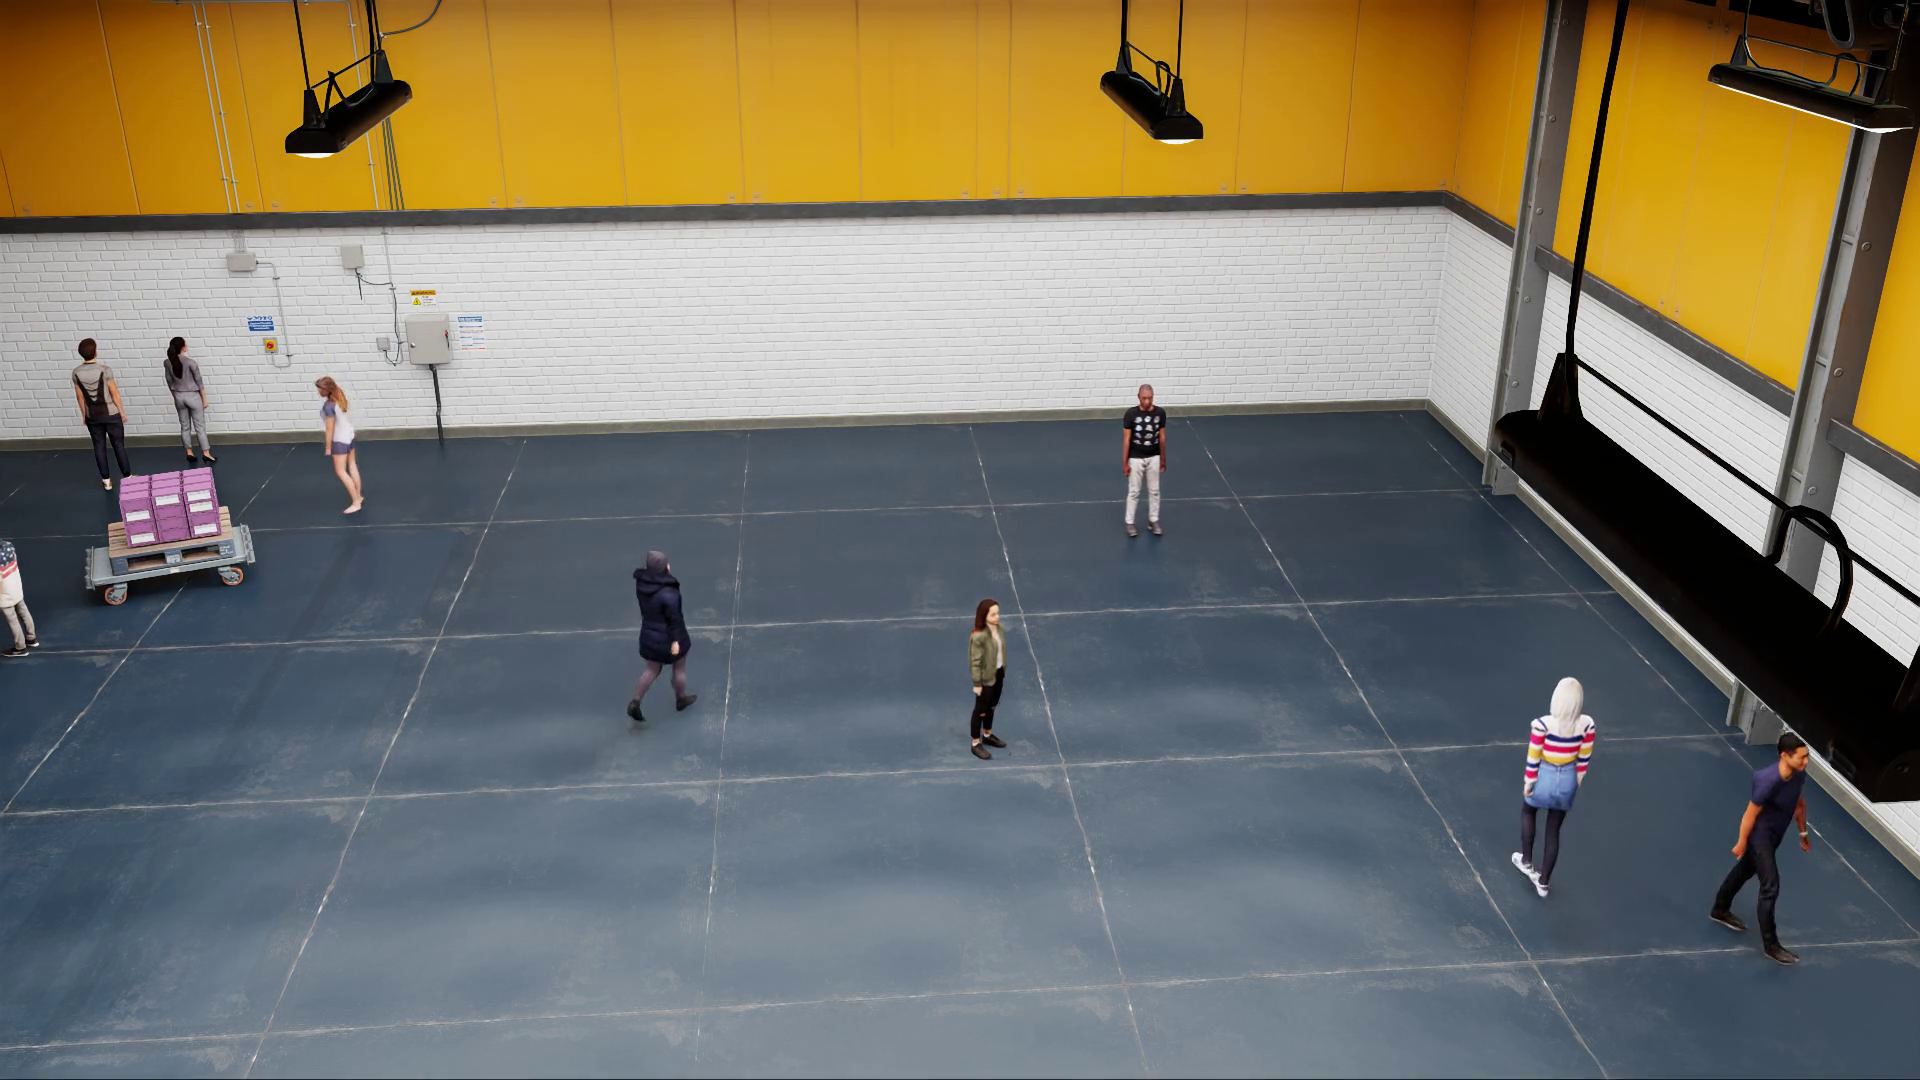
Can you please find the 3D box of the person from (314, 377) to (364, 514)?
[{"bbox_3d":[-7.290,-1.194,19.728,0.808,1.696,0.549,7,25,17],"label":"person"}]

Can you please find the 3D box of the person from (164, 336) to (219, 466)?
[{"bbox_3d":[-9.769,-1.762,21.050,0.661,1.678,0.644,2,24,5],"label":"person"}]

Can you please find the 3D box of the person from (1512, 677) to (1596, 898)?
[{"bbox_3d":[4.500,1.889,12.555,0.703,1.793,0.759,1,24,2],"label":"person"}]

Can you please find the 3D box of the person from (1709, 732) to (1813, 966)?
[{"bbox_3d":[5.759,2.117,12.078,0.954,1.756,1.090,-18,29,-35],"label":"person"}]

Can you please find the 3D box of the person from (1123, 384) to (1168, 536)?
[{"bbox_3d":[2.101,-0.929,18.996,0.662,1.797,0.588,-4,24,-8],"label":"person"}]

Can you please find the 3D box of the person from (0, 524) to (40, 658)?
[{"bbox_3d":[-9.342,0.441,16.304,0.601,1.444,0.439,1,24,2],"label":"person"}]

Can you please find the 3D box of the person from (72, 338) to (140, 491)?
[{"bbox_3d":[-10.447,-1.537,20.263,0.670,1.896,0.603,-6,24,-12],"label":"person"}]

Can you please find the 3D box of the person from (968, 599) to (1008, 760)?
[{"bbox_3d":[0.246,1.188,14.555,0.706,1.475,0.633,16,28,33],"label":"person"}]

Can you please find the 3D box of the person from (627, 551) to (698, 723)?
[{"bbox_3d":[-2.748,0.892,15.008,1.053,1.654,1.126,17,29,34],"label":"person"}]
